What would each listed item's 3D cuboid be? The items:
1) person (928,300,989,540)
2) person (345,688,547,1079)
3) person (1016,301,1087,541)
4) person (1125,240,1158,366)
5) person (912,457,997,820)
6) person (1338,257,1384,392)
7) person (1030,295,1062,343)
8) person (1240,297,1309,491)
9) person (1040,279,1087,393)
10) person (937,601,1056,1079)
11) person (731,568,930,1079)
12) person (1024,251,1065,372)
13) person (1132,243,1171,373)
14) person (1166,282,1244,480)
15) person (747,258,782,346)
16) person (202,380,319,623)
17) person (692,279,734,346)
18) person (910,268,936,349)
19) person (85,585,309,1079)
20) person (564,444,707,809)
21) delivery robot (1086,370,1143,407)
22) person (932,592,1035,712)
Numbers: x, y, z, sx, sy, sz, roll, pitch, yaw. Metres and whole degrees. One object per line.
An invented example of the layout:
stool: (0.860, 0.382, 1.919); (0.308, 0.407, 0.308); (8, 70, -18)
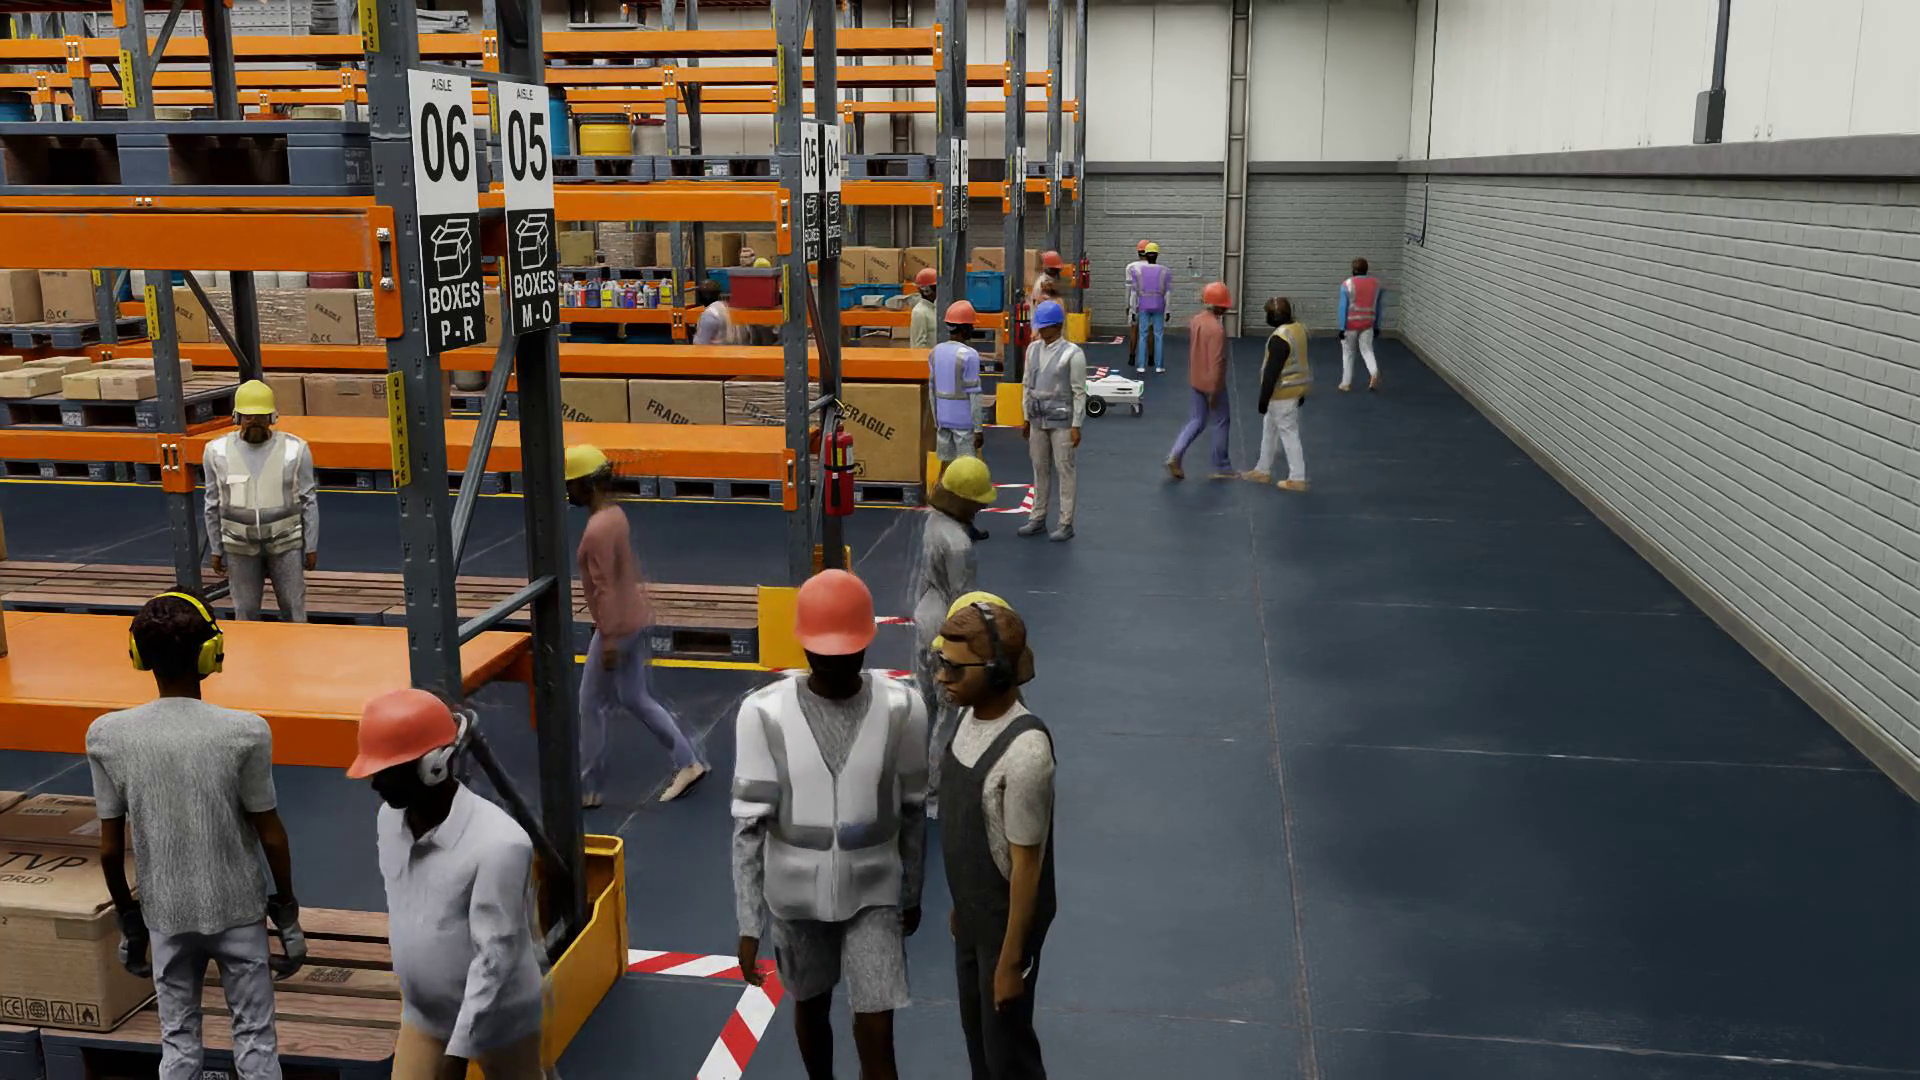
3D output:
person: (0.000, -0.959, 13.434); (0.359, 1.936, 0.552); (-11, 17, -42)
person: (-1.324, 1.201, 4.216); (0.547, 1.690, 0.898); (7, 14, 29)
person: (0.739, -0.958, 13.434); (0.605, 1.936, 0.411); (11, 17, 42)
person: (2.810, -3.642, 25.587); (0.542, 1.928, 0.399); (1, 13, 6)
person: (-0.062, 0.429, 7.710); (0.353, 1.700, 0.644); (-4, 13, -16)
person: (5.411, -2.889, 22.425); (0.637, 1.824, 0.783); (-3, 13, -11)
person: (0.945, -1.876, 18.281); (0.317, 1.631, 0.524); (-8, 15, -32)
person: (2.917, -1.364, 15.566); (0.826, 1.805, 0.639); (6, 14, 26)
person: (1.270, -2.560, 21.436); (0.795, 1.594, 0.529); (8, 15, 33)
person: (0.088, 1.054, 4.576); (0.329, 1.837, 0.509); (-4, 13, -17)
person: (-0.344, 1.019, 4.605); (0.560, 1.888, 0.936); (-1, 13, -6)
person: (1.120, -2.788, 21.705); (0.900, 1.932, 0.620); (2, 13, 9)
person: (2.827, -3.426, 24.614); (0.585, 1.920, 0.374); (1, 13, 6)
person: (2.387, -1.511, 15.937); (0.828, 1.937, 0.625); (-6, 14, -24)
person: (-2.612, -2.805, 21.998); (0.591, 1.837, 0.403); (9, 16, 36)
person: (-3.909, 0.007, 9.341); (0.592, 1.826, 0.404); (-4, 13, -17)
person: (-2.709, -1.857, 17.755); (0.606, 1.818, 0.661); (0, 12, 2)
person: (-0.319, -1.741, 16.833); (0.375, 1.997, 0.612); (2, 13, 9)
person: (-2.060, 1.040, 4.568); (0.510, 1.872, 0.328); (-1, 13, -5)
person: (-1.577, 0.407, 7.766); (0.756, 1.716, 0.582); (-1, 13, -2)
delivery robot: (1.889, -1.835, 20.322); (0.707, 0.478, 0.477); (1, 13, 6)
person: (0.078, 1.002, 5.053); (0.320, 1.736, 0.487); (0, 12, 1)
